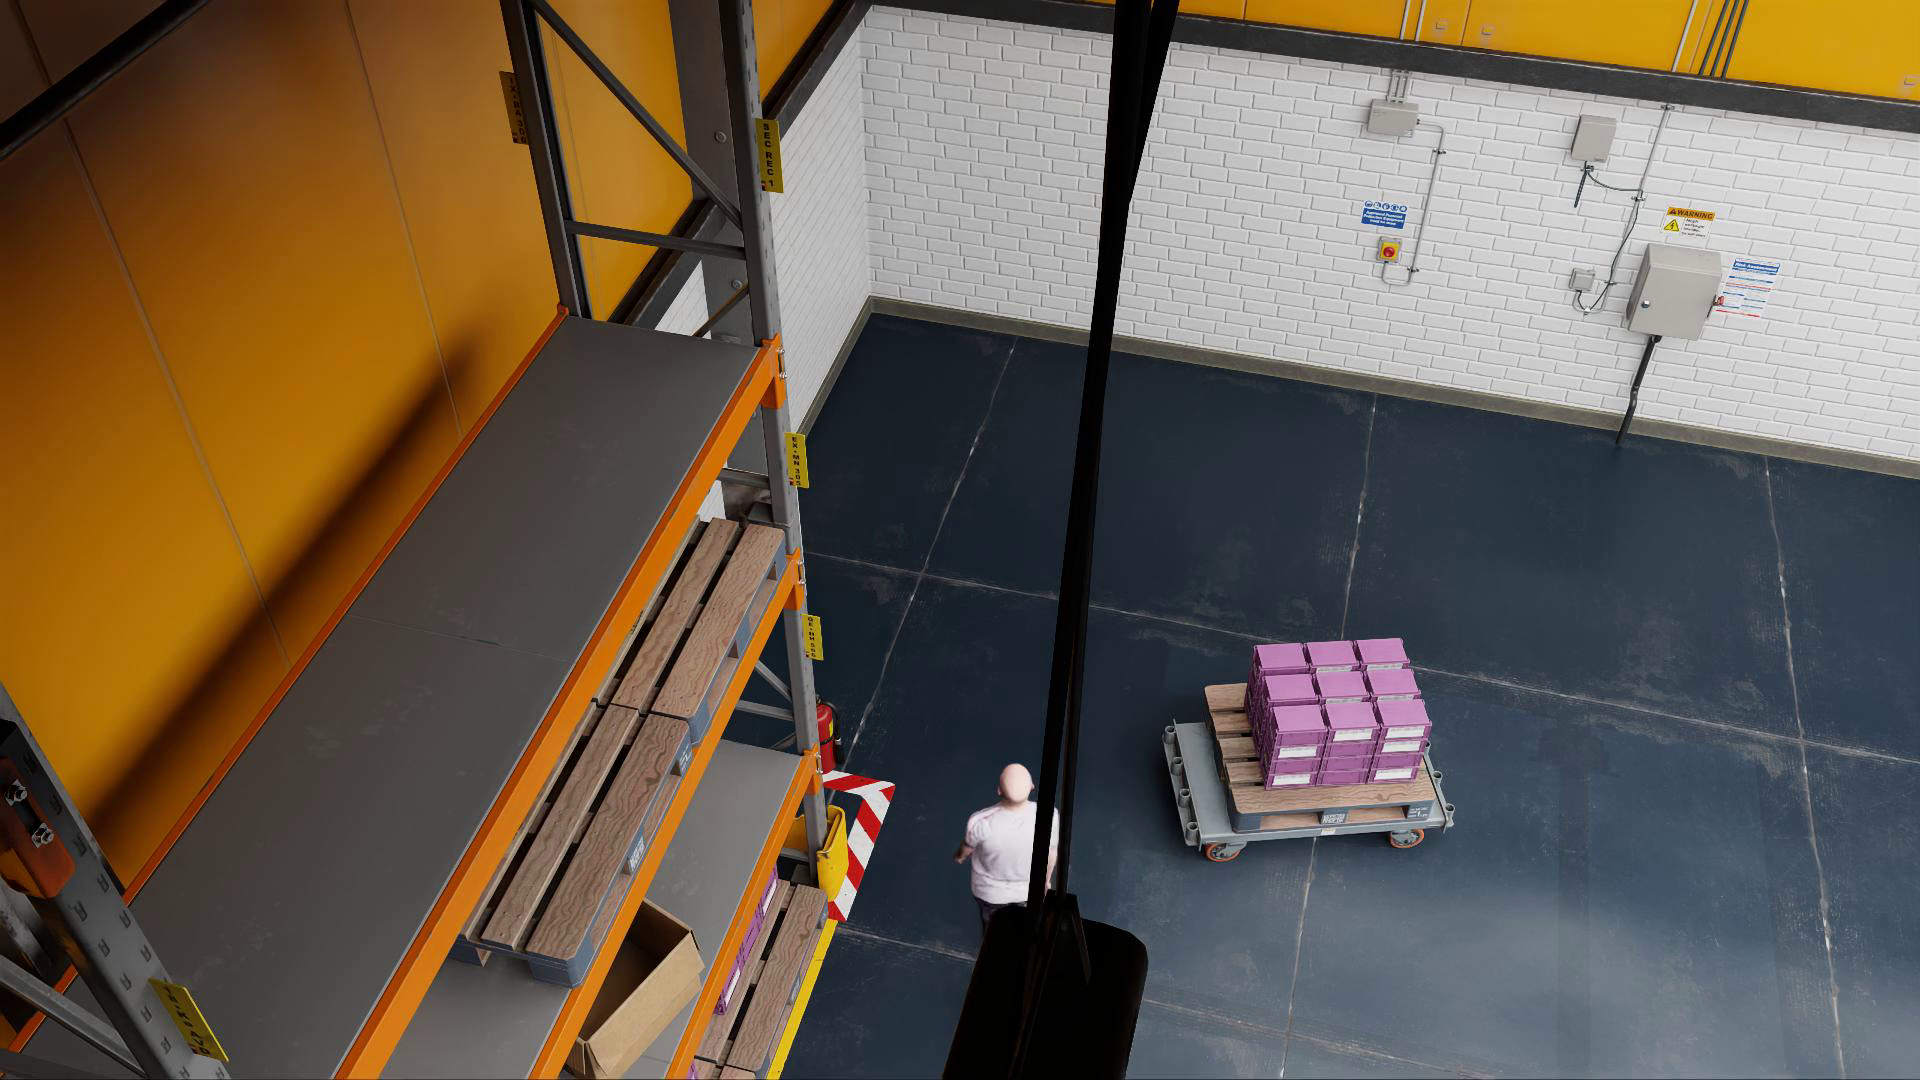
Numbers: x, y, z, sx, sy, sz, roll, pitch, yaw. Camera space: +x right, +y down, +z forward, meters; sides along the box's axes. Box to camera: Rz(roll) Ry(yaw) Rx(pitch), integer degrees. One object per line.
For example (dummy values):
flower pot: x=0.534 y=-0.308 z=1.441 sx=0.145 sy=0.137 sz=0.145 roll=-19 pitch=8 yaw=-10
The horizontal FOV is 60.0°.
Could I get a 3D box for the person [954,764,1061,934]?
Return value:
person: x=0.255 y=1.903 z=8.978 sx=1.003 sy=1.797 sz=1.189 roll=-9 pitch=44 yaw=-10
